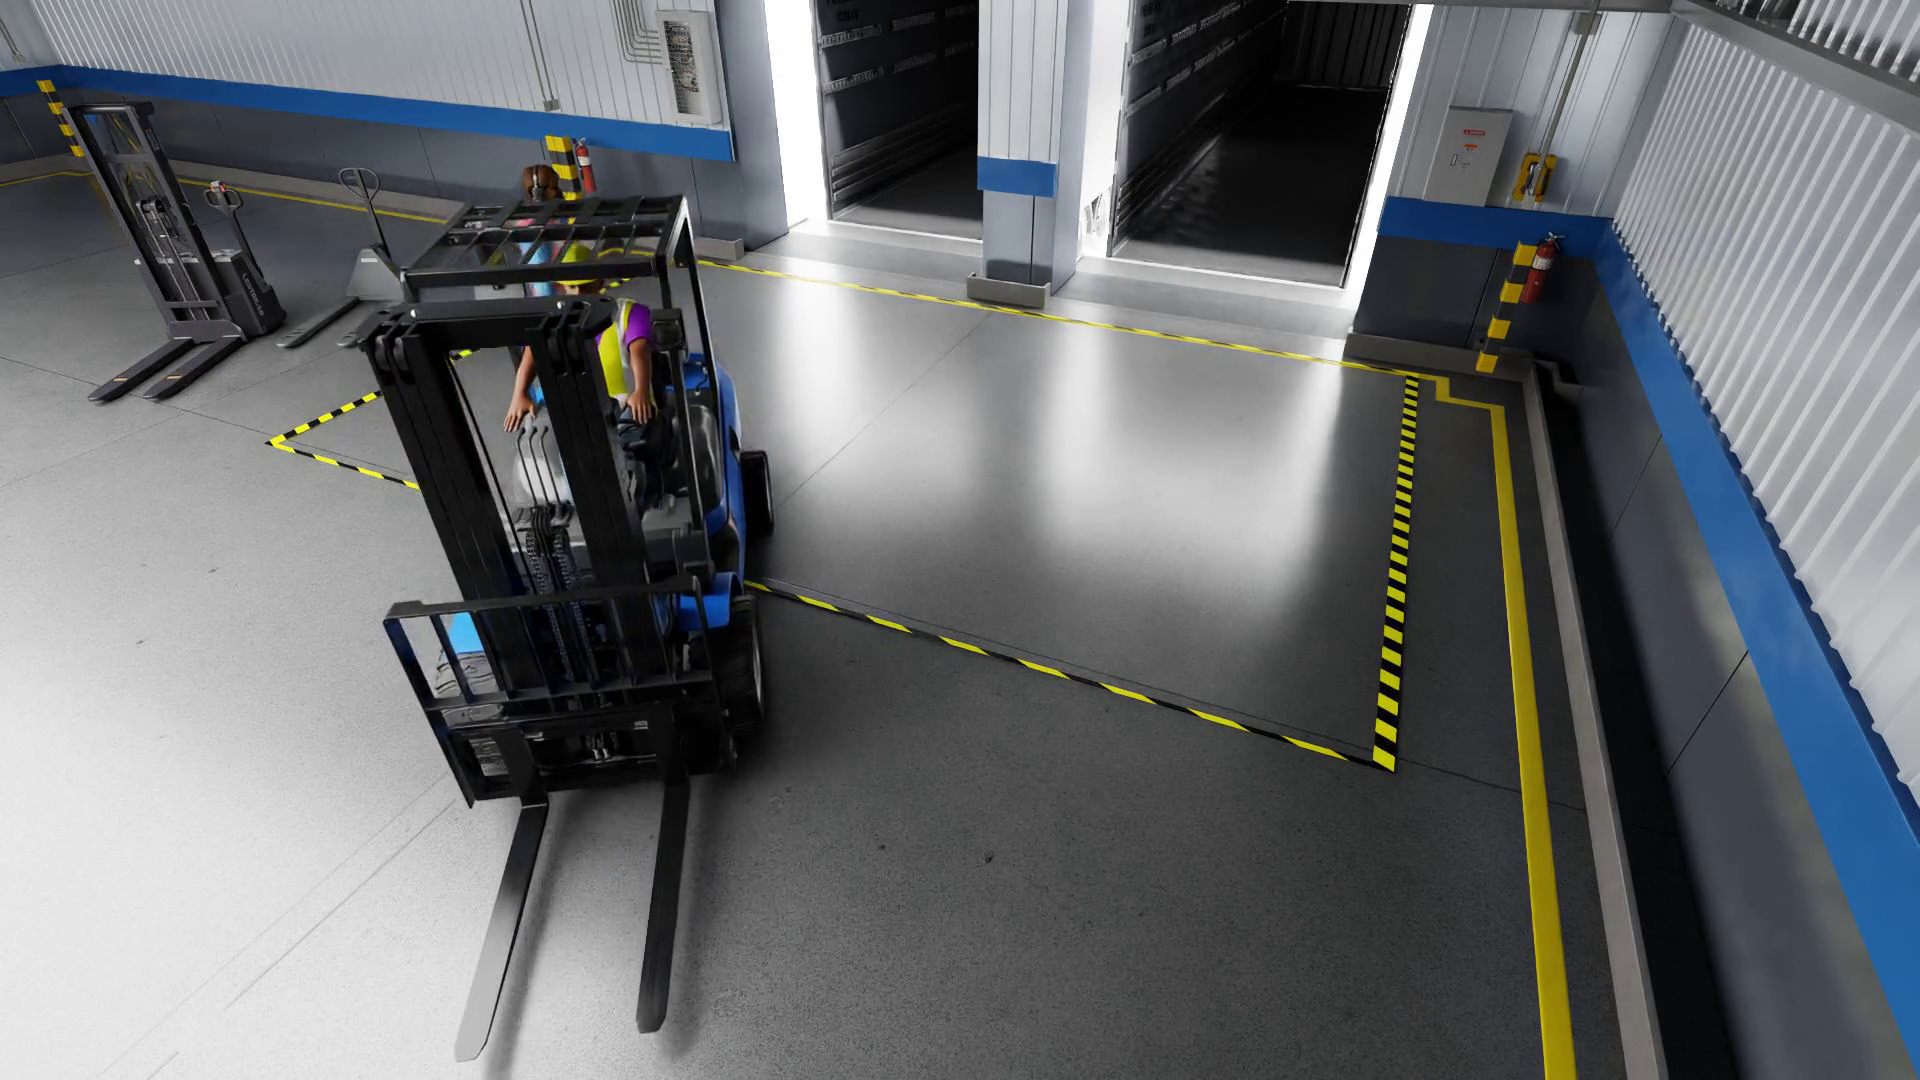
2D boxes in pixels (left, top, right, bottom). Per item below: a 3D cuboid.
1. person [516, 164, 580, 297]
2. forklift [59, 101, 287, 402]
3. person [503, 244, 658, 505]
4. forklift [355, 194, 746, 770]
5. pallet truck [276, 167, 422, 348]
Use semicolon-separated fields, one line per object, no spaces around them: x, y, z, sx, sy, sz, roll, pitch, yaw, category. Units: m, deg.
-2.797;-1.834;6.794;0.766;1.818;0.650;-7;35;-9;person
-6.686;-2.387;7.434;0.823;1.965;1.885;-3;35;-5;forklift
-1.722;-0.614;4.261;0.635;1.294;1.004;-5;35;-7;person
-1.724;-0.495;4.418;1.157;2.036;2.680;-5;35;-7;forklift
-5.732;-2.611;8.414;0.680;1.201;1.601;-1;35;-1;pallet truck
